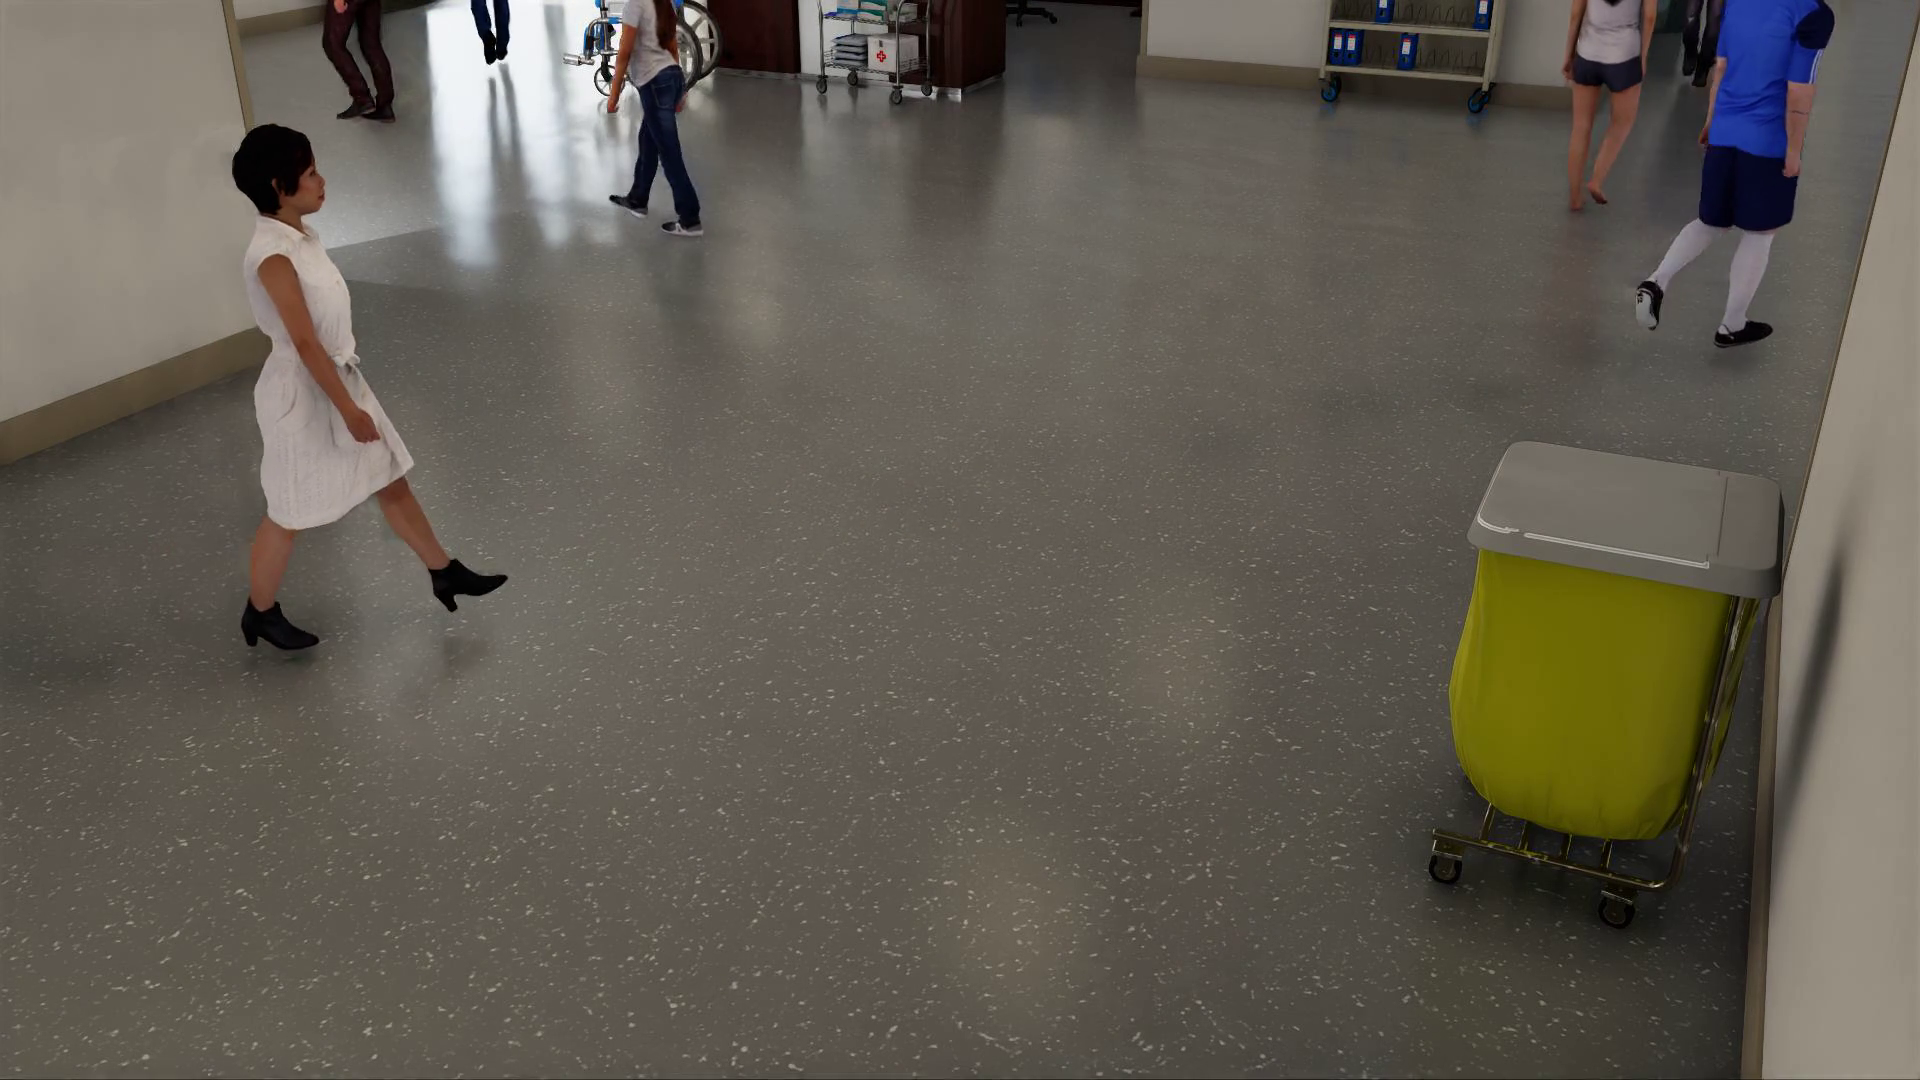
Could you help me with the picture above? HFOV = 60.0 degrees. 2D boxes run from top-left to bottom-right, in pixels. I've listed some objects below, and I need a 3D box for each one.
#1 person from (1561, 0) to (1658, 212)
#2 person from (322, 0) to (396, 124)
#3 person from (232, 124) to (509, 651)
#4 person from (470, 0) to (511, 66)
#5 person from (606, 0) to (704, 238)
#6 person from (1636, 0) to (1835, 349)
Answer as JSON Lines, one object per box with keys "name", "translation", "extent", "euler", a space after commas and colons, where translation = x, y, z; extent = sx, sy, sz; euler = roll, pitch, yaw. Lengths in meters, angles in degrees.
{"name": "person", "translation": [3.587, -2.666, 9.277], "extent": [0.634, 1.687, 0.713], "euler": [17, 30, 31]}
{"name": "person", "translation": [-4.098, -3.794, 11.429], "extent": [0.601, 1.850, 0.689], "euler": [11, 28, 22]}
{"name": "person", "translation": [-1.892, -0.355, 4.689], "extent": [1.053, 1.511, 0.917], "euler": [-5, 26, -11]}
{"name": "person", "translation": [-3.882, -4.824, 13.544], "extent": [1.120, 1.868, 1.168], "euler": [-8, 27, -15]}
{"name": "person", "translation": [-1.557, -2.384, 8.865], "extent": [0.918, 1.537, 0.529], "euler": [12, 28, 23]}
{"name": "person", "translation": [3.307, -1.679, 7.075], "extent": [1.071, 1.822, 1.035], "euler": [-11, 28, -22]}
